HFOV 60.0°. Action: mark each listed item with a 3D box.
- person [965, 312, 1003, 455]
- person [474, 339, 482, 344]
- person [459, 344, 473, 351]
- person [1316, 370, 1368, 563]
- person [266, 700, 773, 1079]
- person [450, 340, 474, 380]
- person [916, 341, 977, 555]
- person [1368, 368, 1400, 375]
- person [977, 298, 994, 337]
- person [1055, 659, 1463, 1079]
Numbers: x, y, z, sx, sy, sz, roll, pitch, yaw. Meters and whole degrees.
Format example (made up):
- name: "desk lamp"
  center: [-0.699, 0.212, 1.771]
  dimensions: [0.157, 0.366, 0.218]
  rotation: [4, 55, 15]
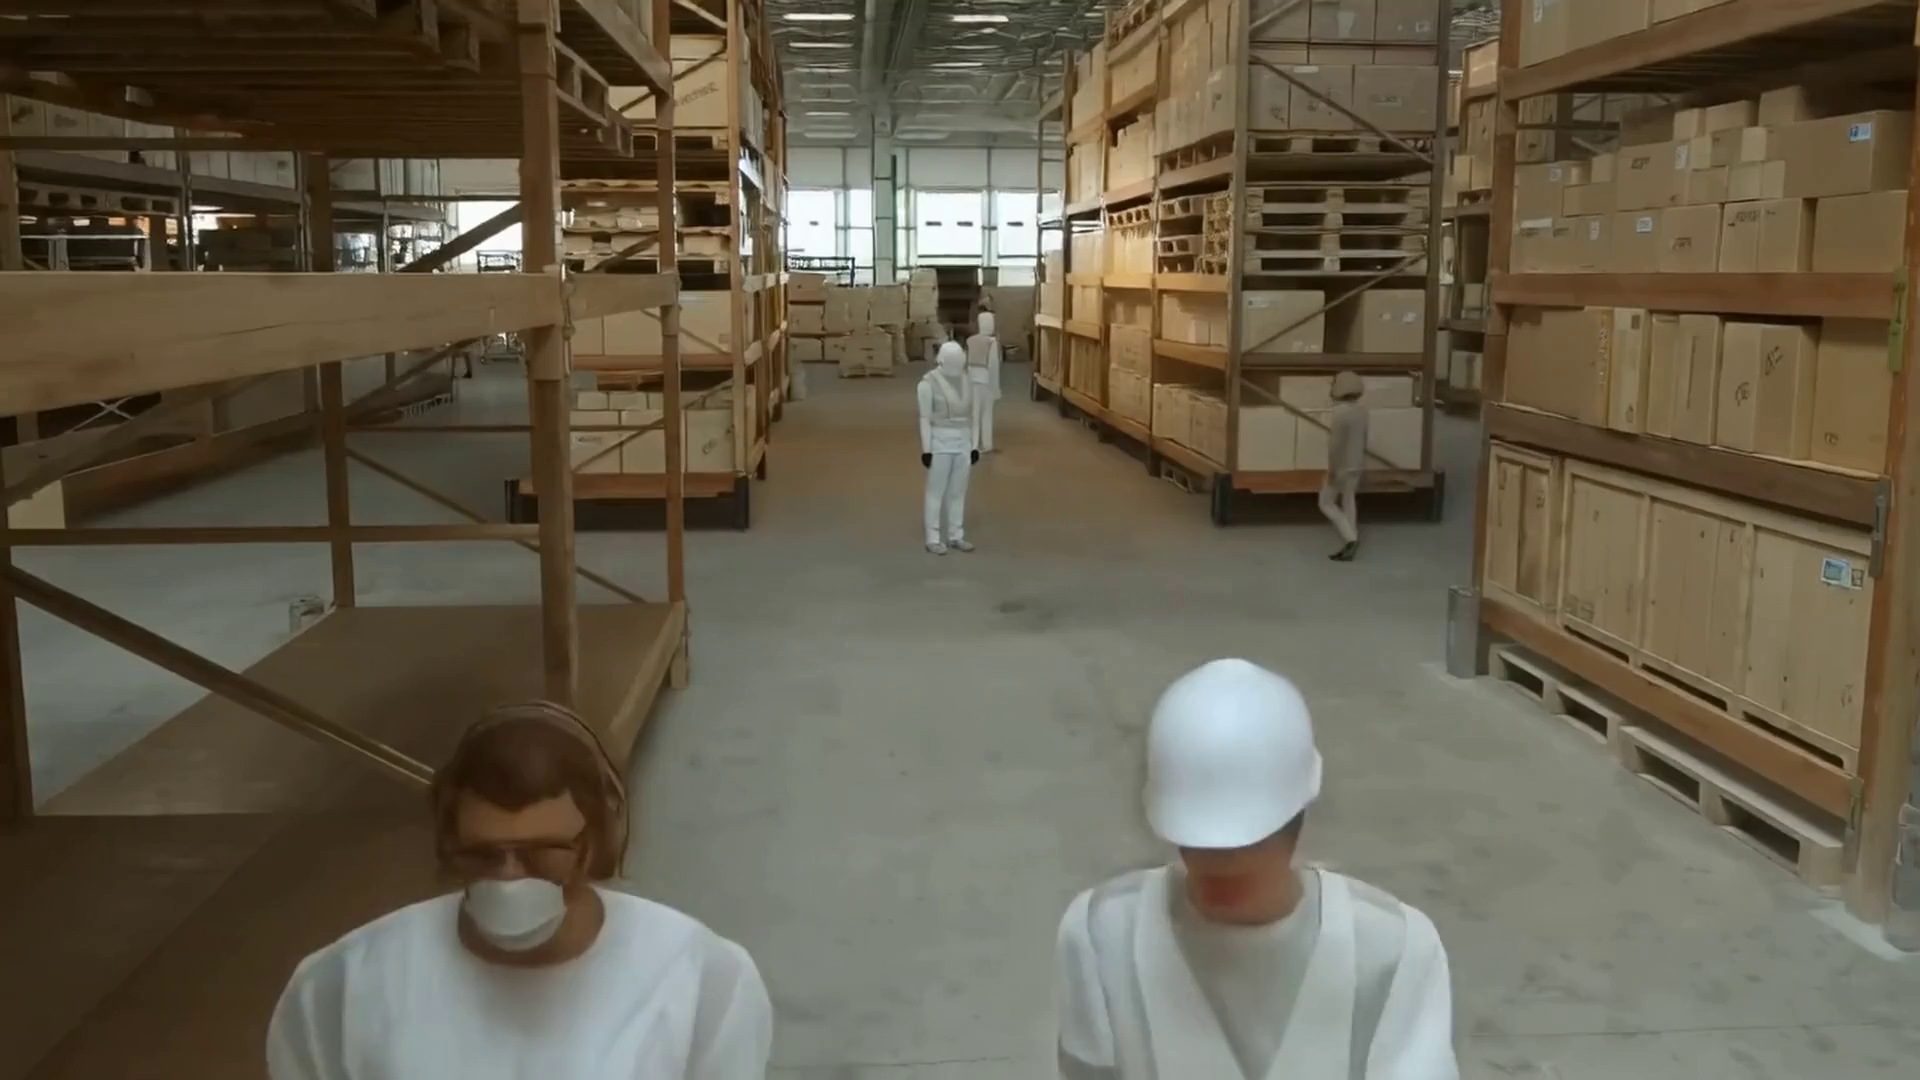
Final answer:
- name: "person"
  center: [0.305, -2.100, 22.335]
  dimensions: [0.372, 1.915, 0.596]
  rotation: [-8, 12, -42]
- name: "person"
  center: [-16.869, -7.785, 58.340]
  dimensions: [0.533, 1.817, 0.643]
  rotation: [5, 10, 28]
- name: "person"
  center: [-15.804, -6.975, 52.988]
  dimensions: [0.600, 1.901, 0.784]
  rotation: [-1, 9, -4]
- name: "person"
  center: [3.185, -0.601, 13.846]
  dimensions: [0.519, 1.617, 0.345]
  rotation: [-8, 12, -42]
- name: "person"
  center: [-0.563, 1.111, 2.251]
  dimensions: [0.630, 1.904, 0.974]
  rotation: [-1, 9, -6]
- name: "person"
  center: [-11.523, -4.608, 38.086]
  dimensions: [0.628, 1.911, 1.008]
  rotation: [5, 10, 27]
- name: "person"
  center: [-0.086, -0.798, 14.393]
  dimensions: [0.633, 1.841, 0.429]
  rotation: [-8, 12, -42]
- name: "person"
  center: [7.078, -2.835, 27.896]
  dimensions: [0.518, 1.619, 0.624]
  rotation: [-1, 9, -9]
- name: "person"
  center: [0.596, -4.864, 39.850]
  dimensions: [0.518, 1.865, 0.323]
  rotation: [-6, 11, -33]
- name: "person"
  center: [0.408, 1.105, 2.278]
  dimensions: [0.567, 1.897, 0.855]
  rotation: [1, 9, 3]
